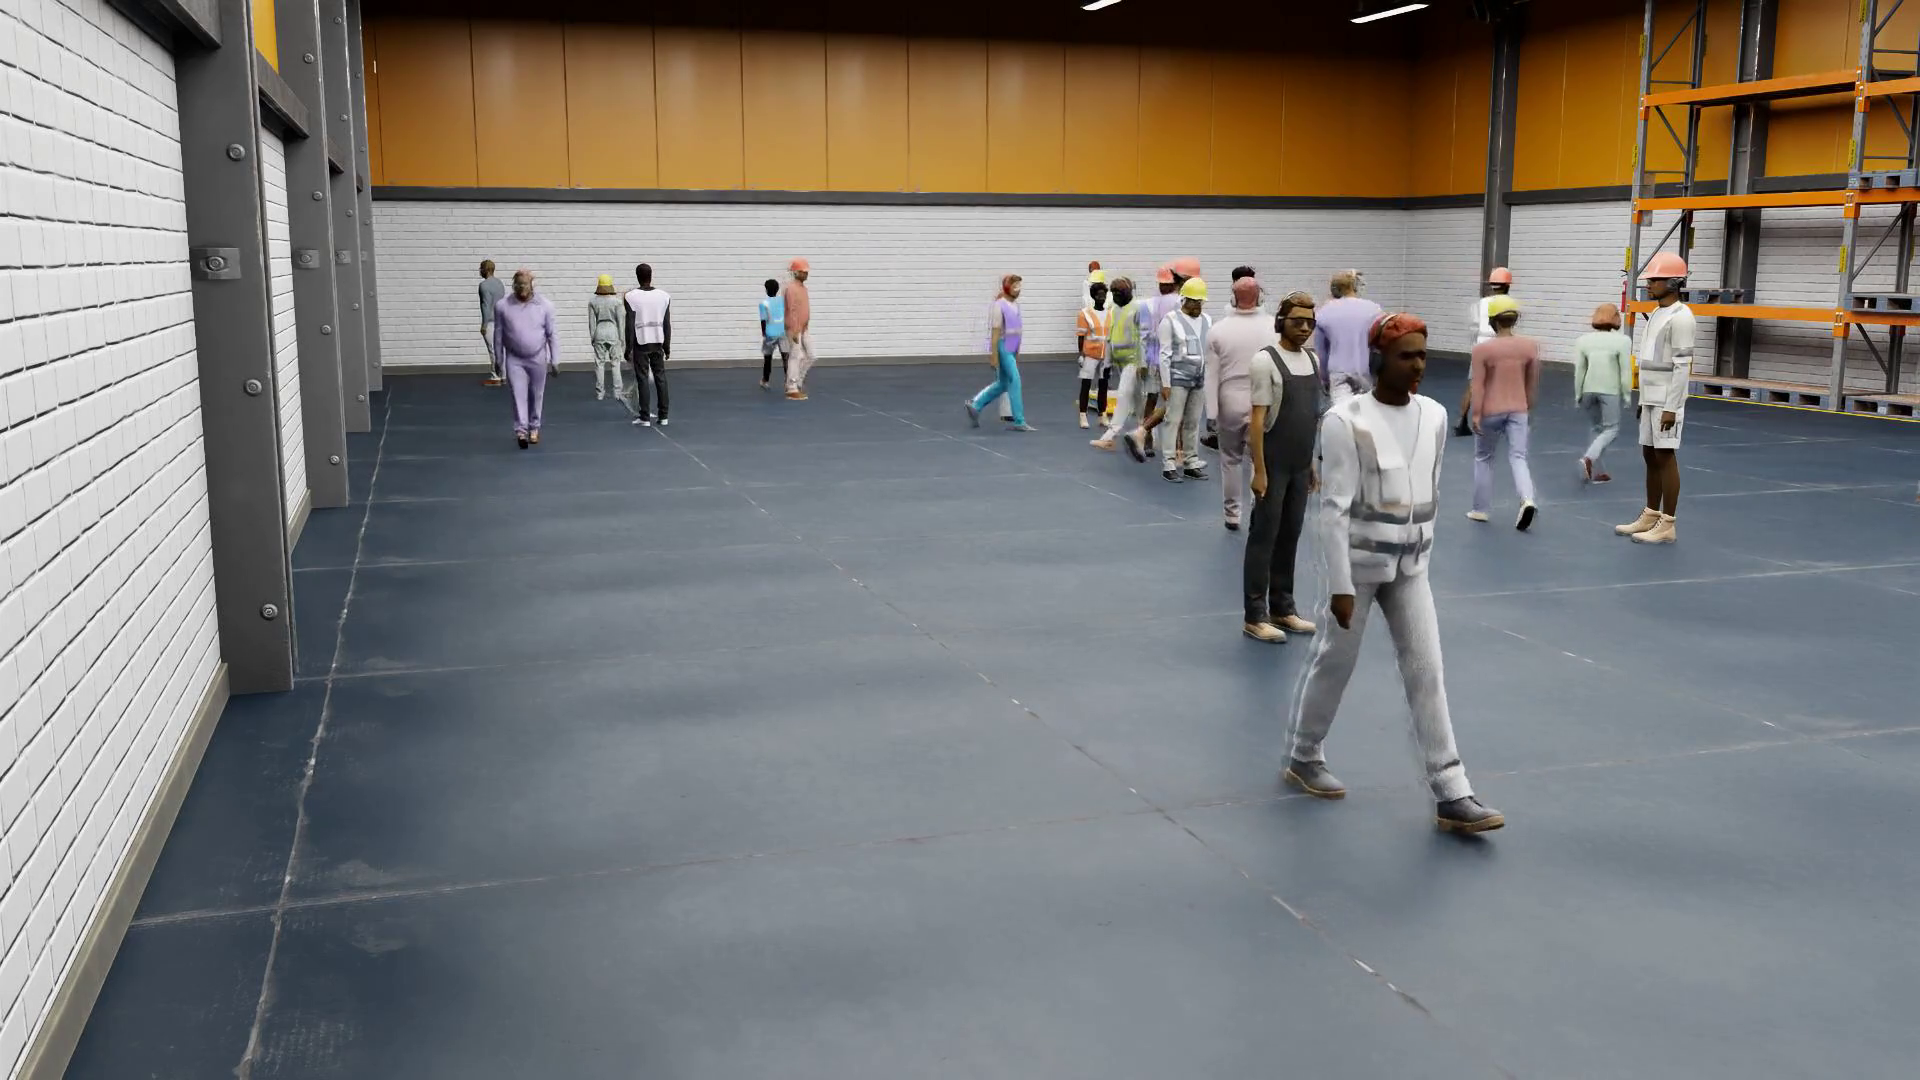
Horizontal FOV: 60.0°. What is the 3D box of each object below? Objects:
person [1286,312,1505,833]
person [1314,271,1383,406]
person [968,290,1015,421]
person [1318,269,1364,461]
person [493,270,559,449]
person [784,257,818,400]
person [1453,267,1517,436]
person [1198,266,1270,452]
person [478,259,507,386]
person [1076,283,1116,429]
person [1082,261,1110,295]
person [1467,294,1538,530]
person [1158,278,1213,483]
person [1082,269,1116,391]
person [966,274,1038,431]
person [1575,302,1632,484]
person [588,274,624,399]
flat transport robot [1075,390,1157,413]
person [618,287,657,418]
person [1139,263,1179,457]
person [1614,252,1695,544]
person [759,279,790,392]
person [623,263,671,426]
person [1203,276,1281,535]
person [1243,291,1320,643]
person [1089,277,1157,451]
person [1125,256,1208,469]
[{"bbox_3d":[1.539,0.109,5.978,0.590,1.828,0.962,-4,11,-24],"label":"person"},{"bbox_3d":[3.522,-1.471,14.993,0.699,1.867,0.995,3,10,17],"label":"person"},{"bbox_3d":[0.446,-2.223,20.093,0.602,1.610,0.505,1,10,8],"label":"person"},{"bbox_3d":[3.564,-1.543,15.338,0.422,1.891,0.660,0,10,-1],"label":"person"},{"bbox_3d":[-4.559,-1.900,17.512,0.667,1.853,1.020,-3,10,-16],"label":"person"},{"bbox_3d":[-2.233,-2.932,23.159,0.439,1.979,0.626,4,10,21],"label":"person"},{"bbox_3d":[5.943,-2.105,18.630,1.014,1.893,0.555,-7,12,-36],"label":"person"},{"bbox_3d":[2.852,-1.799,16.782,0.626,1.910,1.022,-6,12,-32],"label":"person"},{"bbox_3d":[-7.202,-3.336,25.592,0.378,1.940,0.629,2,10,11],"label":"person"},{"bbox_3d":[1.605,-2.145,19.392,0.536,1.696,0.322,-4,10,-20],"label":"person"},{"bbox_3d":[2.487,-4.184,30.651,0.574,1.887,0.356,-5,11,-26],"label":"person"},{"bbox_3d":[4.061,-0.953,12.377,0.527,1.737,0.790,0,10,0],"label":"person"},{"bbox_3d":[2.042,-1.426,14.876,0.591,1.821,0.404,-6,11,-31],"label":"person"},{"bbox_3d":[1.939,-2.841,23.081,0.607,1.815,0.514,7,12,35],"label":"person"},{"bbox_3d":[0.472,-2.153,19.143,0.856,1.815,0.573,4,11,22],"label":"person"},{"bbox_3d":[5.609,-1.278,14.580,0.609,1.615,0.511,-8,13,-40],"label":"person"},{"bbox_3d":[-4.923,-2.826,23.207,0.489,1.744,0.295,0,10,-1],"label":"person"},{"bbox_3d":[2.002,-1.796,21.499,0.652,0.197,1.431,-2,10,-12],"label":"flat transport robot"},{"bbox_3d":[-4.000,-2.311,20.566,0.435,1.627,0.518,1,10,6],"label":"person"},{"bbox_3d":[2.069,-1.795,16.682,0.548,1.934,0.376,-1,10,-8],"label":"person"},{"bbox_3d":[4.923,-0.994,11.731,0.377,2.044,0.607,0,10,2],"label":"person"},{"bbox_3d":[-2.719,-3.023,24.605,0.540,1.649,0.889,-5,11,-25],"label":"person"},{"bbox_3d":[-3.689,-2.305,19.695,0.597,1.913,0.370,-8,12,-37],"label":"person"},{"bbox_3d":[2.071,-0.950,11.971,0.645,1.883,0.866,1,10,8],"label":"person"},{"bbox_3d":[1.718,-0.386,8.790,0.508,1.842,0.336,-9,13,-41],"label":"person"},{"bbox_3d":[1.679,-1.804,17.149,0.896,1.788,0.646,-4,11,-23],"label":"person"},{"bbox_3d":[1.975,-1.655,15.641,0.713,2.018,0.612,-3,10,-19],"label":"person"}]
